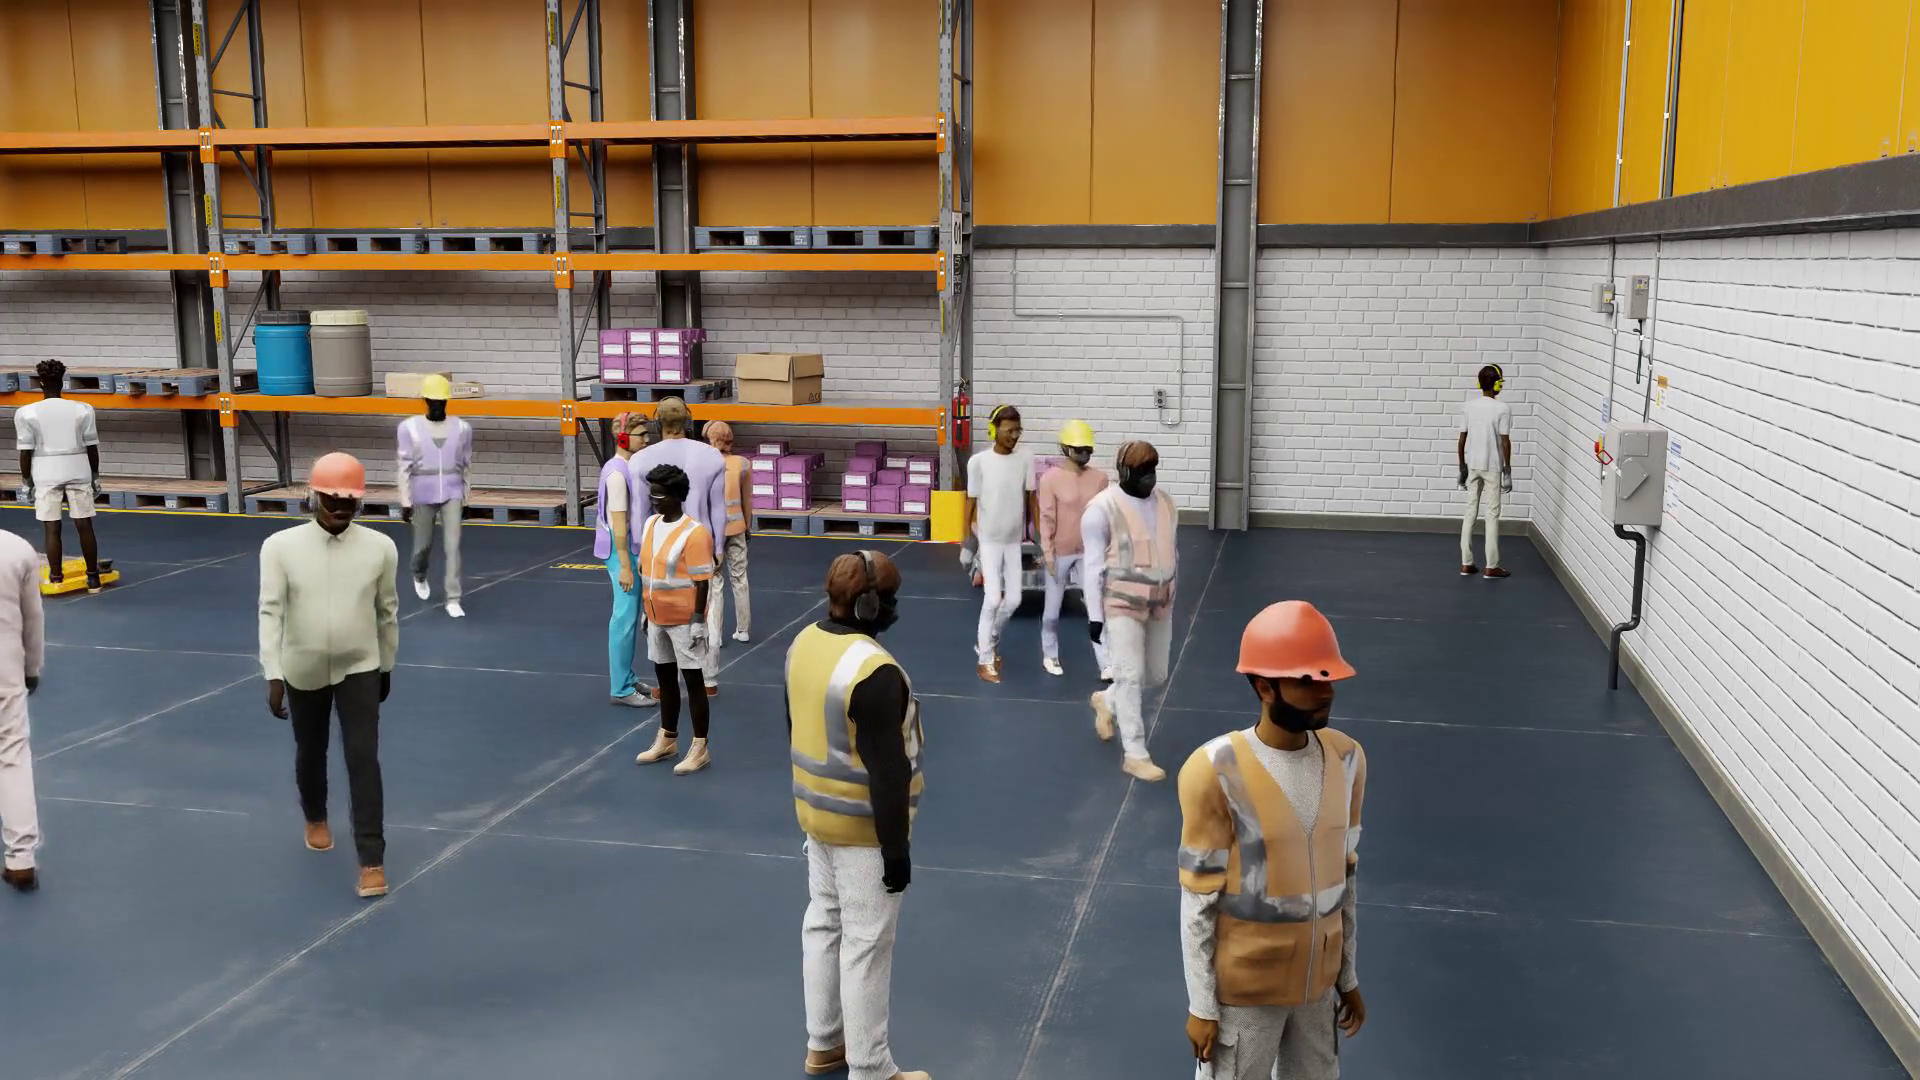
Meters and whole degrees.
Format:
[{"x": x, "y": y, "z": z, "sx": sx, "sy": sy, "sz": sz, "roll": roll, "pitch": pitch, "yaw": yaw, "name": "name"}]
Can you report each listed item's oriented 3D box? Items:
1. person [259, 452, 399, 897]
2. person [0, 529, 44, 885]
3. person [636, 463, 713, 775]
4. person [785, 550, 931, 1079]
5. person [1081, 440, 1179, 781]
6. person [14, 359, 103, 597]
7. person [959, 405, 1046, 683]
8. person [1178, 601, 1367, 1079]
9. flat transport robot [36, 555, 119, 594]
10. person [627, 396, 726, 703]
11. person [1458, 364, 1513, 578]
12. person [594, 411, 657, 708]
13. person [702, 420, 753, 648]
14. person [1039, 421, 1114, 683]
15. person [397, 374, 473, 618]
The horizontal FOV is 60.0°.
[{"x": -2.844, "y": 0.554, "z": 7.532, "sx": 0.618, "sy": 1.942, "sz": 1.035, "roll": -5, "pitch": 11, "yaw": -25, "name": "person"}, {"x": -4.455, "y": 0.606, "z": 7.501, "sx": 0.653, "sy": 1.847, "sz": 1.016, "roll": -9, "pitch": 13, "yaw": -43, "name": "person"}, {"x": -1.552, "y": 0.422, "z": 9.036, "sx": 0.532, "sy": 1.693, "sz": 0.319, "roll": 8, "pitch": 13, "yaw": 40, "name": "person"}, {"x": -0.331, "y": 0.941, "z": 5.527, "sx": 0.429, "sy": 1.839, "sz": 0.634, "roll": -6, "pitch": 11, "yaw": -31, "name": "person"}, {"x": 0.911, "y": 0.353, "z": 9.067, "sx": 0.631, "sy": 1.823, "sz": 0.694, "roll": -6, "pitch": 11, "yaw": -32, "name": "person"}, {"x": -7.427, "y": -0.510, "z": 13.740, "sx": 0.603, "sy": 1.966, "sz": 0.372, "roll": -7, "pitch": 12, "yaw": -34, "name": "person"}, {"x": 0.234, "y": 0.014, "z": 11.114, "sx": 0.519, "sy": 1.844, "sz": 0.631, "roll": -5, "pitch": 11, "yaw": -28, "name": "person"}, {"x": 0.811, "y": 1.107, "z": 4.245, "sx": 0.545, "sy": 1.942, "sz": 0.352, "roll": -5, "pitch": 11, "yaw": -27, "name": "person"}, {"x": -7.989, "y": 0.267, "z": 14.158, "sx": 1.431, "sy": 0.197, "sz": 0.652, "roll": 3, "pitch": 10, "yaw": 17, "name": "flat transport robot"}, {"x": -1.760, "y": 0.072, "z": 10.387, "sx": 0.629, "sy": 1.937, "sz": 0.377, "roll": -5, "pitch": 11, "yaw": -27, "name": "person"}, {"x": 4.606, "y": -0.602, "z": 14.573, "sx": 0.331, "sy": 1.874, "sz": 0.519, "roll": -8, "pitch": 13, "yaw": -41, "name": "person"}, {"x": -2.092, "y": 0.116, "z": 10.396, "sx": 0.372, "sy": 1.843, "sz": 0.570, "roll": -1, "pitch": 10, "yaw": -5, "name": "person"}, {"x": -1.714, "y": -0.042, "z": 11.938, "sx": 0.523, "sy": 1.639, "sz": 0.309, "roll": -8, "pitch": 12, "yaw": -39, "name": "person"}, {"x": 0.780, "y": 0.094, "z": 10.890, "sx": 0.536, "sy": 1.727, "sz": 0.892, "roll": -4, "pitch": 10, "yaw": -21, "name": "person"}, {"x": -4.147, "y": -0.368, "z": 13.141, "sx": 0.588, "sy": 1.902, "sz": 0.801, "roll": -5, "pitch": 11, "yaw": -27, "name": "person"}]
